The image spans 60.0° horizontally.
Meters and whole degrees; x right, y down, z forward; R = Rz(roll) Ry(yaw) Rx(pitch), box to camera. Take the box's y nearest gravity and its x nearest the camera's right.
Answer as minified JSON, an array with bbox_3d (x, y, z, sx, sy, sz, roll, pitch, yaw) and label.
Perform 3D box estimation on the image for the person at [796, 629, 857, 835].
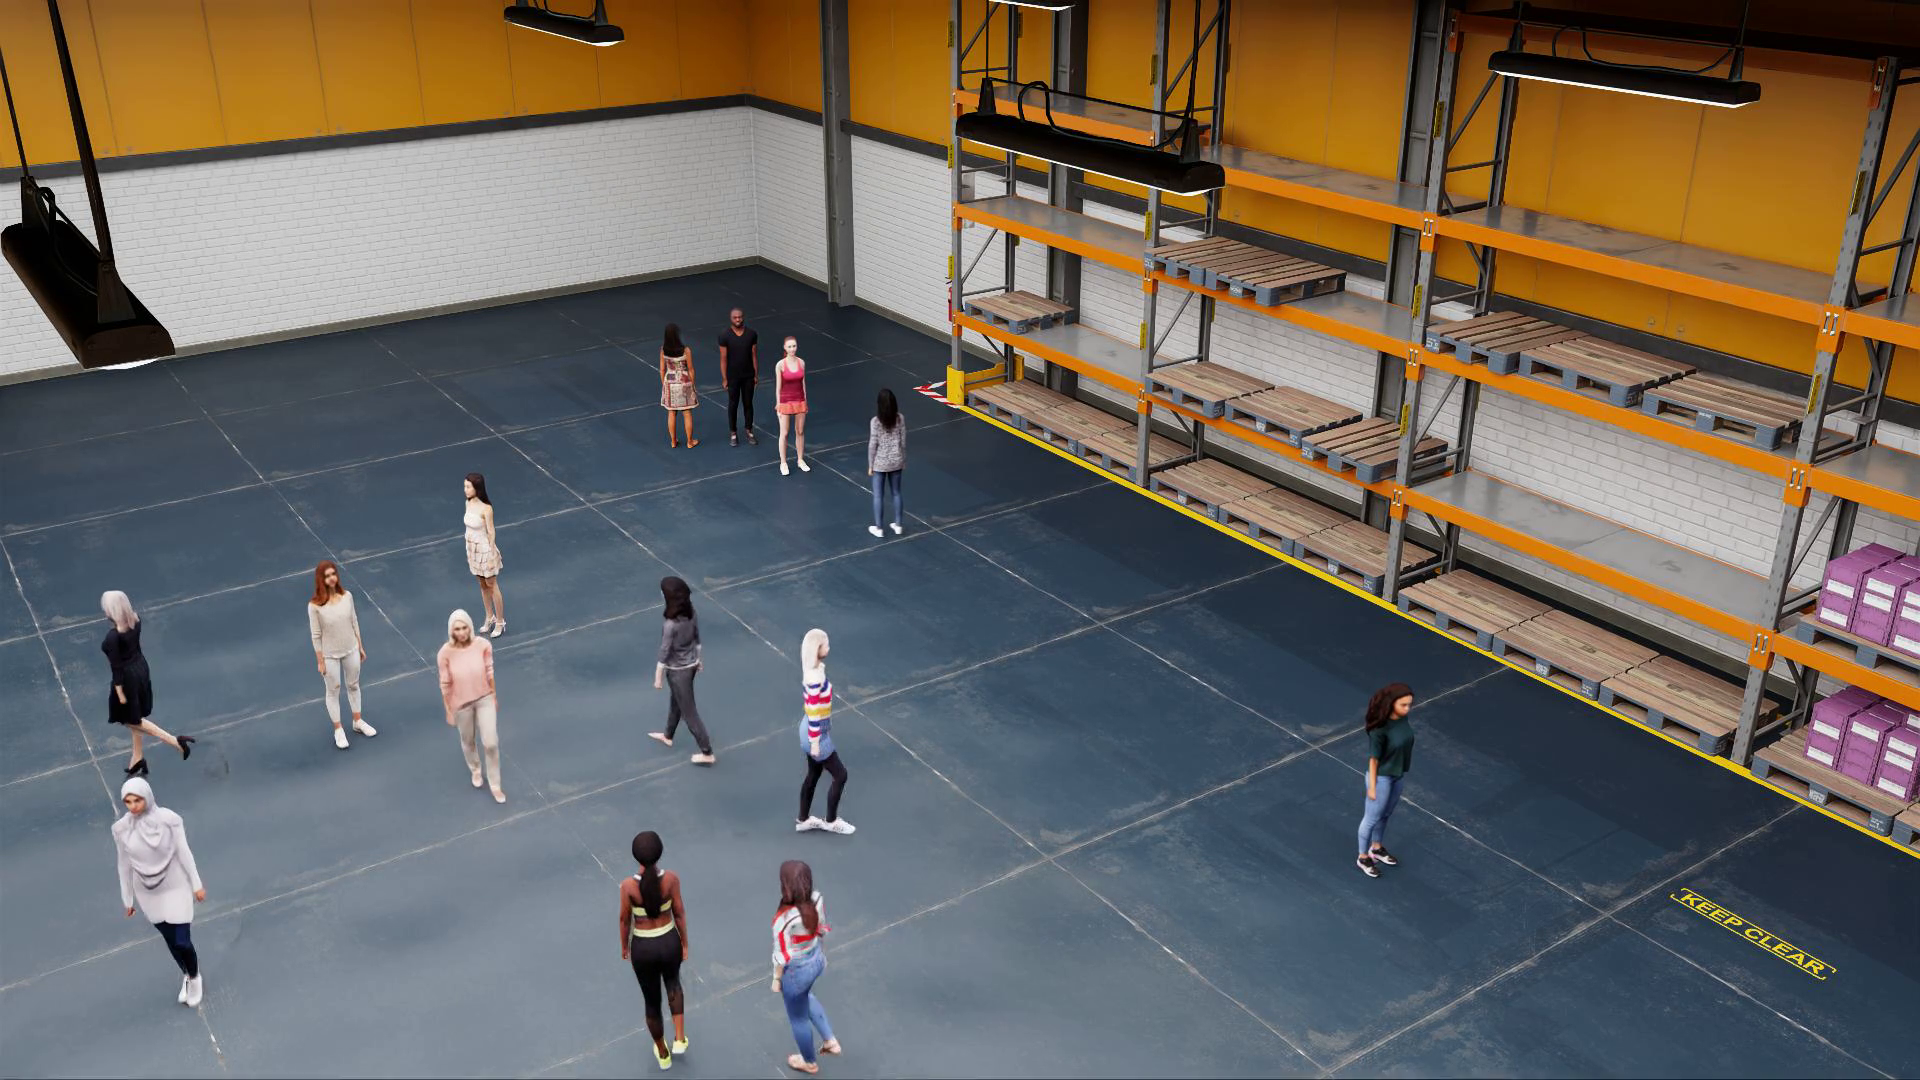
[{"bbox_3d":[-1.229,1.548,13.253,0.886,1.791,0.817,-2,24,-4],"label":"person"}]

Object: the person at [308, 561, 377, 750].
[{"bbox_3d":[-5.483,0.978,14.650,0.613,1.715,0.634,21,31,39],"label":"person"}]

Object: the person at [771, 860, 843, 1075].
[{"bbox_3d":[-0.950,2.771,10.691,0.768,1.602,0.726,14,27,29],"label":"person"}]

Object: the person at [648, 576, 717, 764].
[{"bbox_3d":[-2.317,1.148,14.241,1.090,1.732,0.925,11,26,23],"label":"person"}]

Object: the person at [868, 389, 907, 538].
[{"bbox_3d":[-0.824,-0.879,18.879,0.640,1.732,0.573,-12,26,-25],"label":"person"}]

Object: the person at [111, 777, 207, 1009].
[{"bbox_3d":[-5.432,2.364,11.417,0.749,1.766,0.763,-1,24,-3],"label":"person"}]

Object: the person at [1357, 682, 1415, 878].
[{"bbox_3d":[3.284,1.815,12.859,0.624,1.616,0.621,-20,31,-38],"label":"person"}]

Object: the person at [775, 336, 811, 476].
[{"bbox_3d":[-2.091,-1.697,20.721,0.595,1.754,0.589,-12,26,-25],"label":"person"}]

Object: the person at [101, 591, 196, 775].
[{"bbox_3d":[-6.926,1.230,14.059,0.969,1.728,0.956,1,24,2],"label":"person"}]

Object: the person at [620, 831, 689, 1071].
[{"bbox_3d":[-1.941,2.696,10.686,0.621,1.743,0.639,-9,25,-19],"label":"person"}]

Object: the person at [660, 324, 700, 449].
[{"bbox_3d":[-3.659,-2.001,21.556,0.718,1.643,0.761,2,24,5],"label":"person"}]

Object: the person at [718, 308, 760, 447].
[{"bbox_3d":[-2.868,-2.139,21.650,0.721,1.820,0.656,-8,25,-18],"label":"person"}]

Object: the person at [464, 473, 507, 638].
[{"bbox_3d":[-4.730,0.143,16.535,0.543,1.736,0.682,18,30,36],"label":"person"}]

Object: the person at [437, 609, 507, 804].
[{"bbox_3d":[-4.094,1.317,13.896,0.710,1.698,0.938,-10,26,-22],"label":"person"}]
